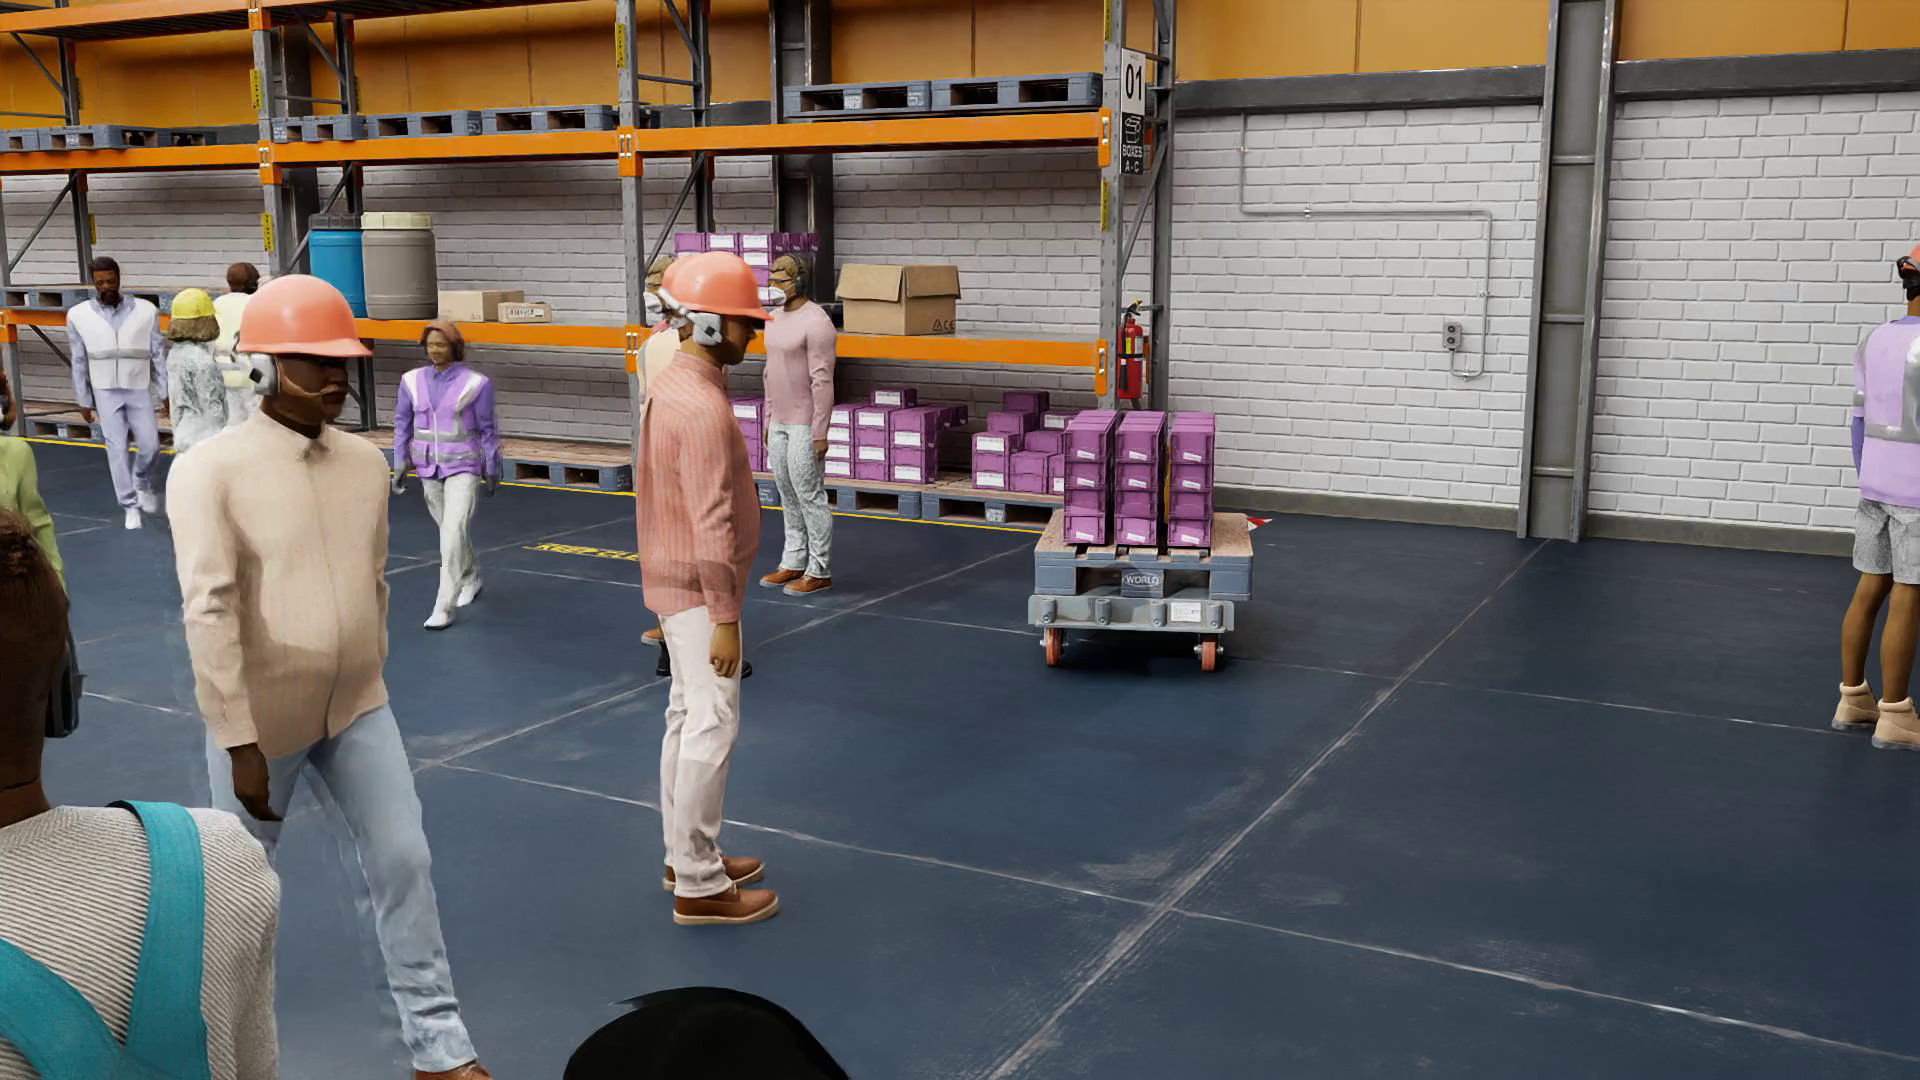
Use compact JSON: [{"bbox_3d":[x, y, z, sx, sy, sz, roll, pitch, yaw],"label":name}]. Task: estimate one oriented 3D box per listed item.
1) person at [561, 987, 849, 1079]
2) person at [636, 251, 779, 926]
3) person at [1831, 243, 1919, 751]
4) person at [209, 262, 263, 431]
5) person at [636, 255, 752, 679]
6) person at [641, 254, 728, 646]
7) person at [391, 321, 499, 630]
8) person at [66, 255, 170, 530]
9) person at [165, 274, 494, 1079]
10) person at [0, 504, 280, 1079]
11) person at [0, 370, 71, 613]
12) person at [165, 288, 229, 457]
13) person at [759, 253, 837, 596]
[{"bbox_3d":[-0.041,0.911,0.916,0.590,1.919,0.392,9,14,41],"label":"person"},{"bbox_3d":[-0.740,0.152,4.909,0.403,1.983,0.627,-4,11,-19],"label":"person"},{"bbox_3d":[3.790,-0.186,6.614,0.391,2.034,0.605,-1,10,-3],"label":"person"},{"bbox_3d":[-5.417,-1.193,12.696,0.638,1.838,0.431,4,11,20],"label":"person"},{"bbox_3d":[-1.214,-0.312,7.567,0.545,1.938,0.362,9,13,40],"label":"person"},{"bbox_3d":[-1.335,-0.402,8.058,0.352,1.937,0.635,-7,13,-34],"label":"person"},{"bbox_3d":[-2.710,-0.370,8.838,0.508,1.593,0.897,2,10,10],"label":"person"},{"bbox_3d":[-5.863,-1.033,11.628,0.608,1.896,0.526,-6,12,-31],"label":"person"},{"bbox_3d":[-1.551,0.366,3.842,1.029,1.949,0.614,6,12,31],"label":"person"},{"bbox_3d":[-0.770,0.859,1.404,0.331,1.843,0.520,4,11,19],"label":"person"},{"bbox_3d":[-3.279,0.188,5.696,0.658,1.606,0.526,3,11,18],"label":"person"},{"bbox_3d":[-4.116,-0.490,9.074,0.492,1.744,0.293,10,14,43],"label":"person"},{"bbox_3d":[-0.920,-0.650,9.453,0.365,1.932,0.631,-7,12,-34],"label":"person"}]
